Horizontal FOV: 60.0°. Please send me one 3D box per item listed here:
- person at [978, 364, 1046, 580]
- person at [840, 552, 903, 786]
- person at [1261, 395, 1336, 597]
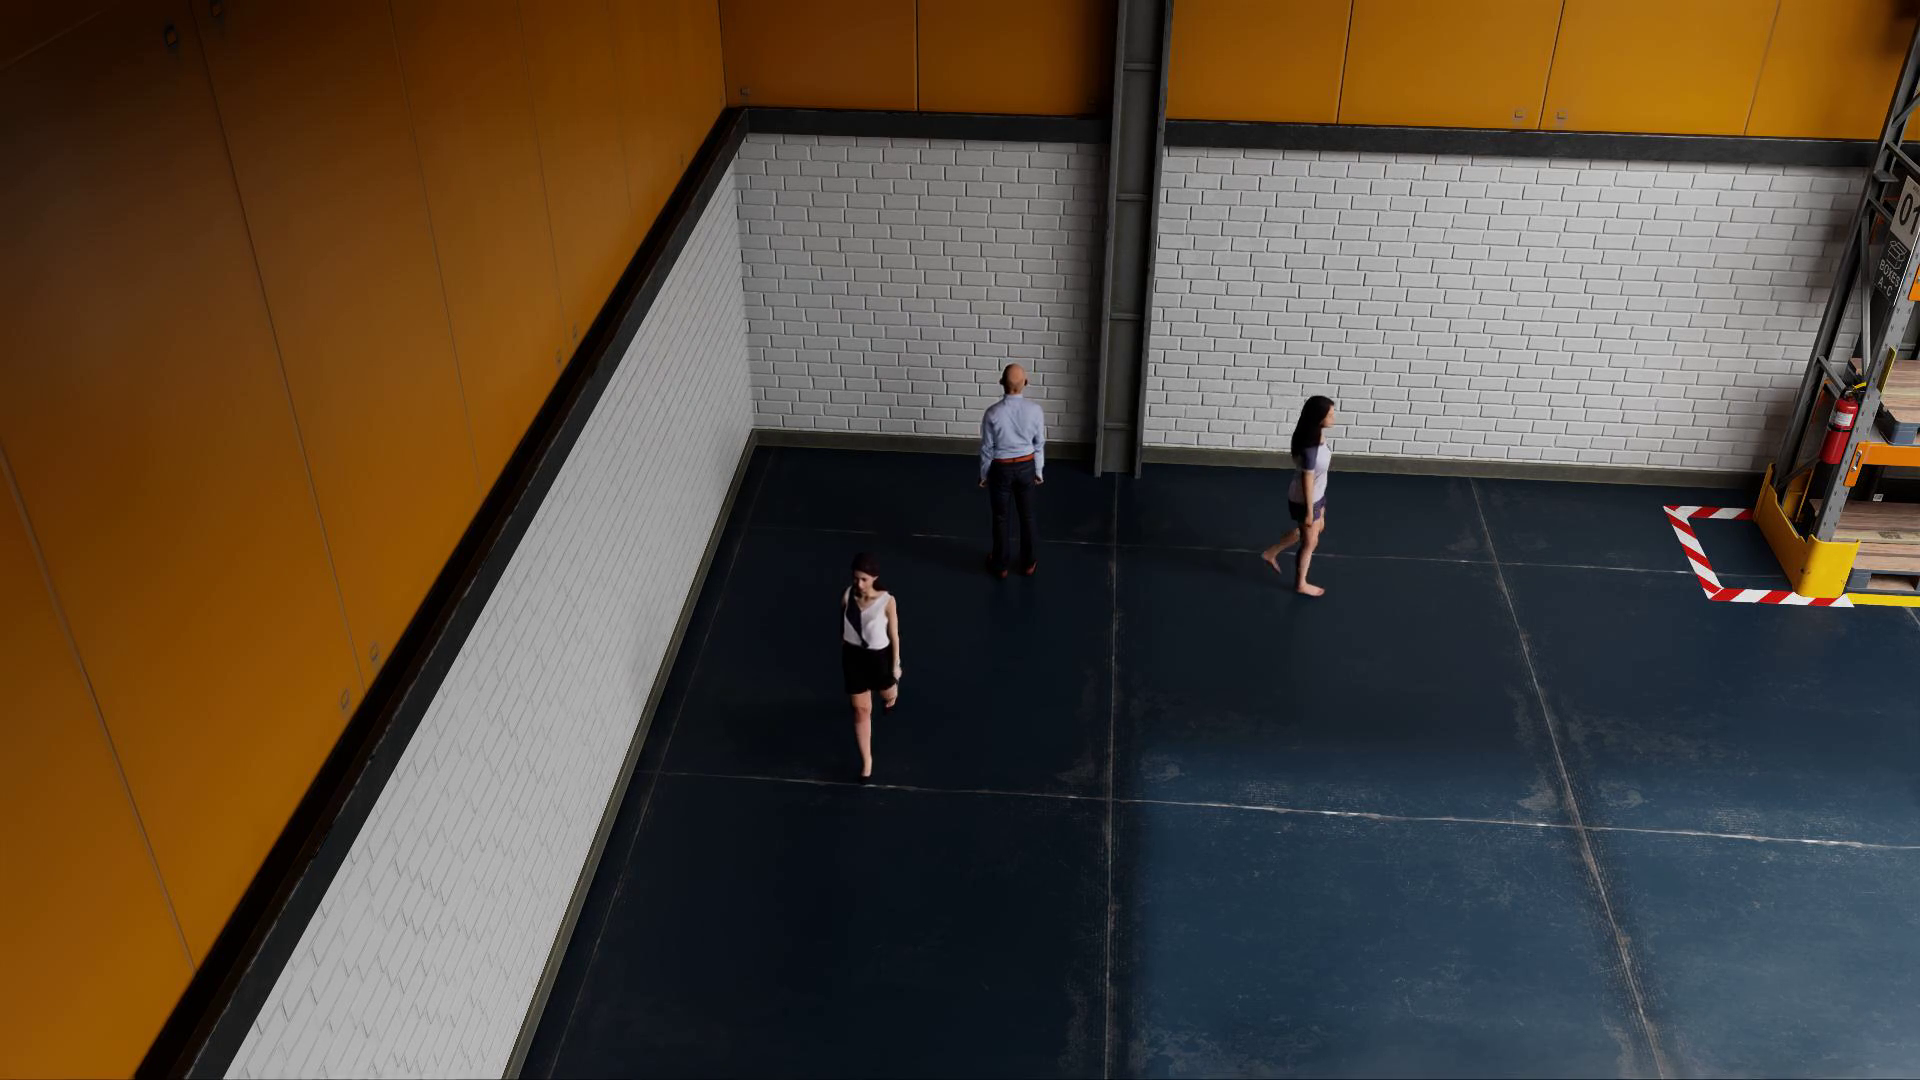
[{"bbox_3d":[0.391,-0.501,12.504,0.623,1.791,0.774,-6,34,-9],"label":"person"},{"bbox_3d":[-0.547,0.751,10.774,0.993,1.619,0.694,6,34,9],"label":"person"},{"bbox_3d":[2.513,-0.340,12.346,0.773,1.697,0.665,8,34,11],"label":"person"}]
